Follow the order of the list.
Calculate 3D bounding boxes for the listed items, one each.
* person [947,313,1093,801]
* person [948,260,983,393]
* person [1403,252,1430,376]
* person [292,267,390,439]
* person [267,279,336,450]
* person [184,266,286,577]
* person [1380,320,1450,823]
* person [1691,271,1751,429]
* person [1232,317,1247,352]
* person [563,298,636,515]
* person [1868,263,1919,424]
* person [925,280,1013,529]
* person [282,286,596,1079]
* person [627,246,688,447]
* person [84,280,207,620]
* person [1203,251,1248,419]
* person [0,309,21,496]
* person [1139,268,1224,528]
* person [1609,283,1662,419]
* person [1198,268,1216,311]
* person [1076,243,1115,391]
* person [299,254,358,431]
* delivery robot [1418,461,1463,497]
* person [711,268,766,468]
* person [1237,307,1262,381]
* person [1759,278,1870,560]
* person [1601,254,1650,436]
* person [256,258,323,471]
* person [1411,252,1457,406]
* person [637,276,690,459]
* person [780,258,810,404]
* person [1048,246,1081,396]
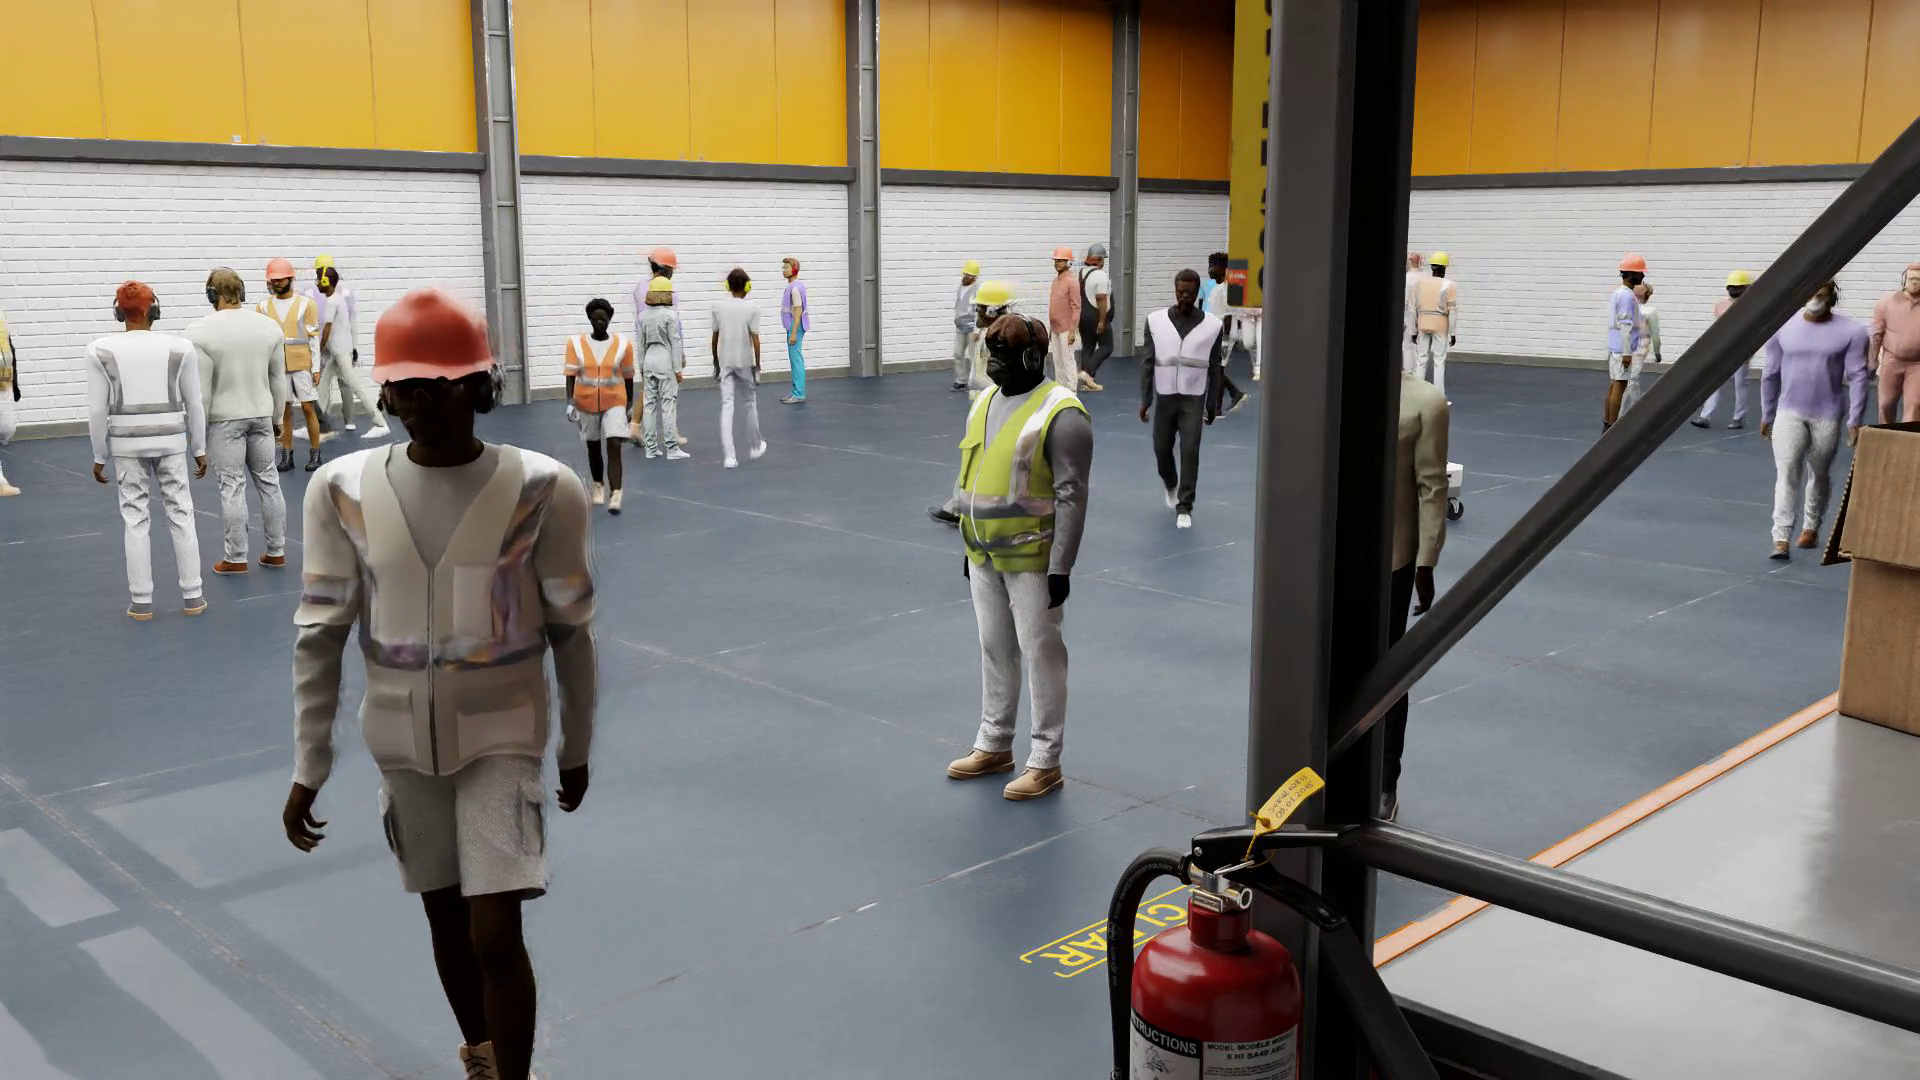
[{"bbox_3d":[0.210,0.061,6.355,0.429,1.845,0.621,-8,13,-38],"label":"person"},{"bbox_3d":[0.125,-2.875,22.494,0.496,1.796,0.624,-9,14,-40],"label":"person"},{"bbox_3d":[6.429,-3.170,23.818,0.432,1.894,0.669,10,14,44],"label":"person"},{"bbox_3d":[-6.525,-1.946,17.423,1.033,1.813,0.528,-4,11,-20],"label":"person"},{"bbox_3d":[-6.746,-1.814,16.719,0.535,1.795,0.982,10,14,42],"label":"person"},{"bbox_3d":[-4.527,-0.735,10.437,0.373,1.938,0.627,8,13,38],"label":"person"},{"bbox_3d":[1.439,0.046,6.018,0.613,1.995,0.391,8,13,36],"label":"person"},{"bbox_3d":[8.384,-2.060,18.172,0.844,1.729,0.537,-7,13,-34],"label":"person"},{"bbox_3d":[5.166,-4.391,30.372,0.542,1.938,0.357,4,11,20],"label":"person"},{"bbox_3d":[-2.782,-1.039,12.877,0.537,1.650,0.885,-1,10,-7],"label":"person"},{"bbox_3d":[9.016,-1.696,15.845,0.651,1.883,0.814,6,12,30],"label":"person"},{"bbox_3d":[0.193,-0.968,12.069,0.901,1.795,0.587,4,11,20],"label":"person"},{"bbox_3d":[-1.134,0.473,3.629,0.618,2.016,0.779,0,10,1],"label":"person"},{"bbox_3d":[-2.993,-1.922,16.695,0.643,2.014,0.520,8,13,36],"label":"person"},{"bbox_3d":[-4.514,-0.496,9.267,0.585,1.884,0.339,-6,12,-29],"label":"person"},{"bbox_3d":[3.070,-2.376,19.365,0.532,1.951,0.606,-1,10,-8],"label":"person"},{"bbox_3d":[-8.077,-1.274,13.671,0.670,1.829,0.632,3,11,13],"label":"person"},{"bbox_3d":[1.643,-1.067,12.364,0.604,1.896,0.719,2,11,10],"label":"person"},{"bbox_3d":[7.599,-2.072,18.654,0.844,1.588,0.502,-5,11,-23],"label":"person"},{"bbox_3d":[4.208,-3.733,27.489,0.548,1.684,0.470,4,11,20],"label":"person"},{"bbox_3d":[1.851,-3.040,22.722,0.552,2.000,0.689,-6,12,-31],"label":"person"},{"bbox_3d":[-6.854,-2.131,18.071,0.596,1.925,0.372,-7,12,-32],"label":"person"},{"bbox_3d":[3.407,-0.464,12.472,0.707,0.478,0.477,-4,11,-20],"label":"delivery robot"},{"bbox_3d":[-2.073,-1.608,15.504,0.538,1.819,0.961,1,10,6],"label":"person"},{"bbox_3d":[4.437,-3.283,24.647,0.621,1.825,0.714,5,11,25],"label":"person"},{"bbox_3d":[5.665,-0.824,11.071,0.650,1.886,1.015,7,12,32],"label":"person"},{"bbox_3d":[6.929,-1.996,17.306,0.364,1.935,0.553,2,11,13],"label":"person"},{"bbox_3d":[-6.065,-1.573,15.045,0.544,1.933,0.379,-1,10,-3],"label":"person"},{"bbox_3d":[5.949,-2.640,20.849,0.594,1.924,0.382,9,14,41],"label":"person"},{"bbox_3d":[-2.855,-1.643,15.928,0.486,1.740,0.314,6,12,29],"label":"person"},{"bbox_3d":[-2.100,-2.654,21.142,0.389,1.847,0.565,-2,11,-10],"label":"person"},{"bbox_3d":[1.262,-2.605,20.463,0.371,1.996,0.622,-5,11,-24],"label":"person"}]
